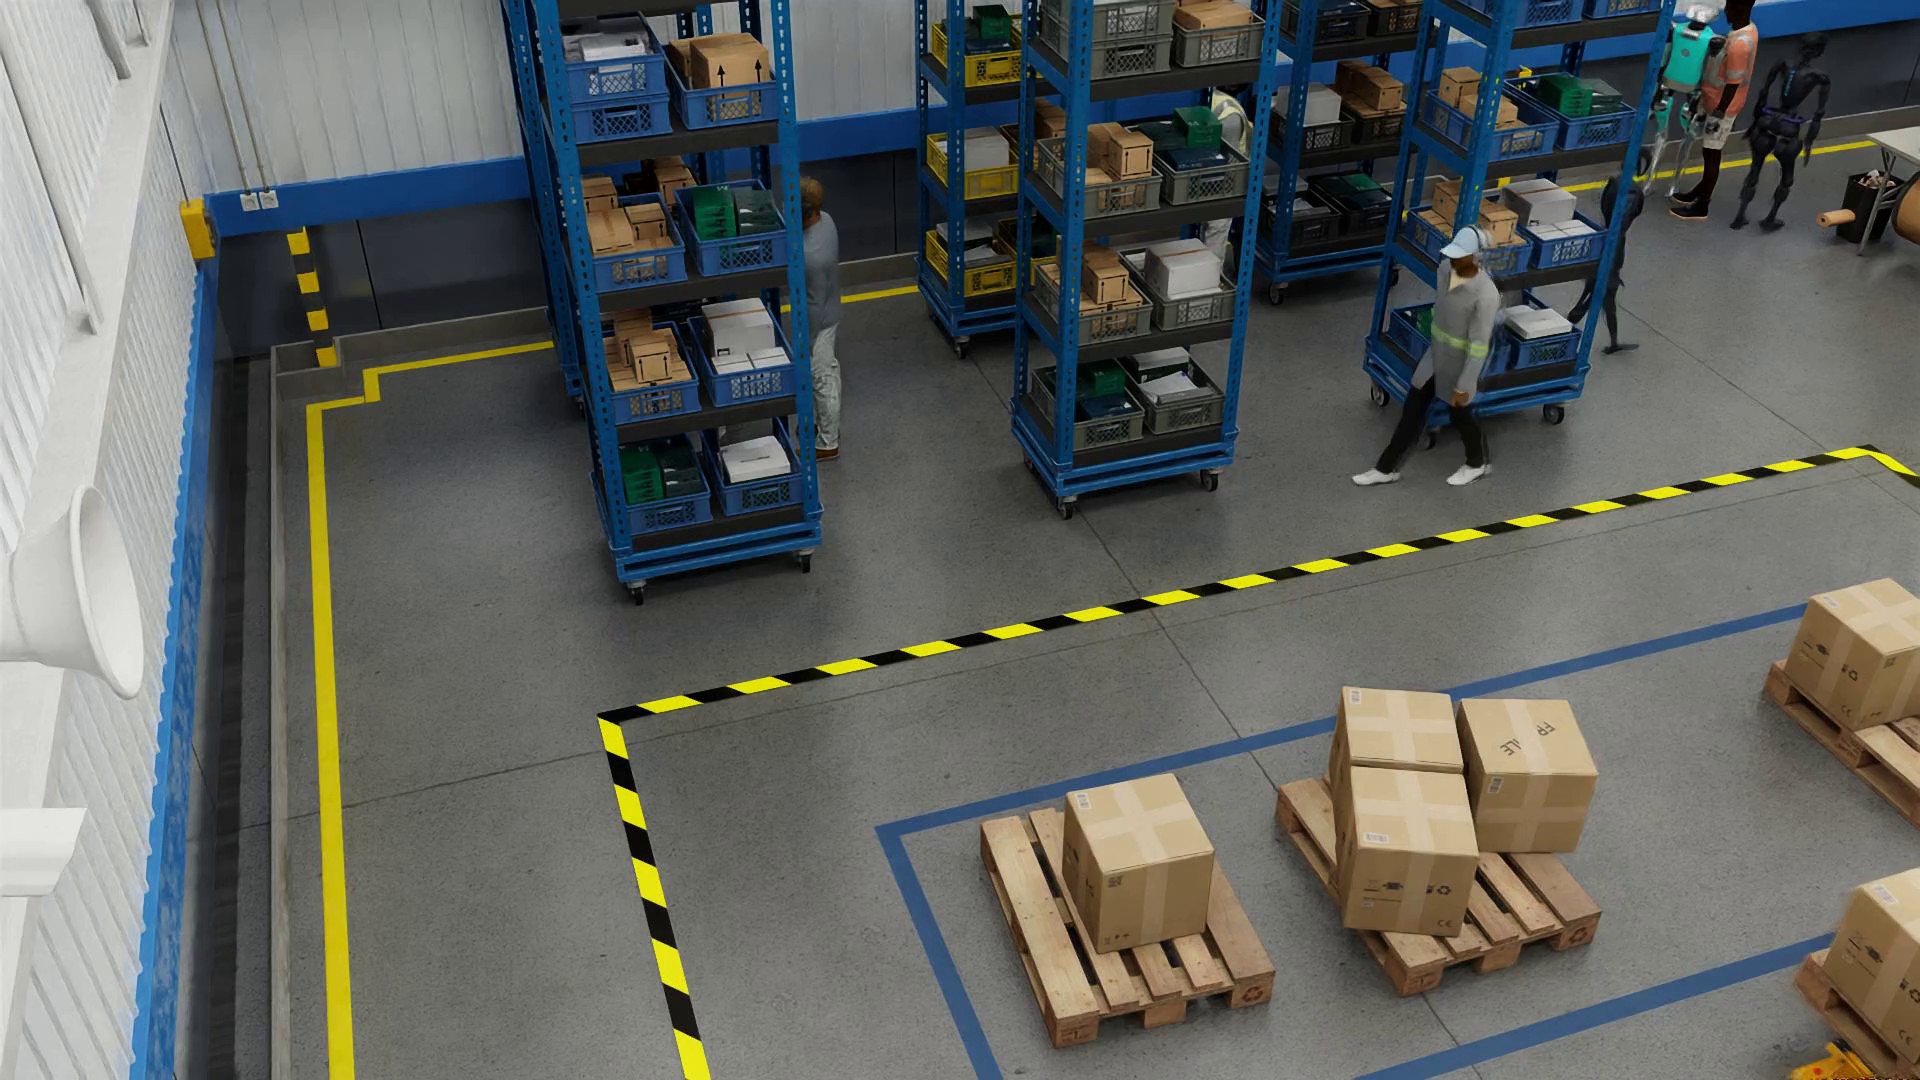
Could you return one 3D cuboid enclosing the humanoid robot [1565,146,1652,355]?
[{"bbox_3d":[4.566,-1.994,11.695,0.768,1.624,0.586,6,36,8],"label":"humanoid robot"}]

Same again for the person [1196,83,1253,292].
[{"bbox_3d":[1.988,-2.750,12.590,0.429,1.844,0.626,-7,36,-9],"label":"person"}]

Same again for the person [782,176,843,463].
[{"bbox_3d":[-0.933,-1.396,10.587,0.373,1.940,0.628,1,35,1],"label":"person"}]

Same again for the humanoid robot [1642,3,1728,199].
[{"bbox_3d":[6.133,-3.711,14.027,0.563,1.739,0.849,27,43,33],"label":"humanoid robot"}]

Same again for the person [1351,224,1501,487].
[{"bbox_3d":[3.005,-1.104,10.288,0.884,1.806,0.610,-12,37,-16],"label":"person"}]

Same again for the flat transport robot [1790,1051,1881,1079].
[{"bbox_3d":[4.261,2.231,6.868,1.431,0.197,0.652,-11,37,-15],"label":"flat transport robot"}]

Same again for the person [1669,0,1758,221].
[{"bbox_3d":[6.250,-3.597,13.691,0.387,1.957,0.603,15,38,21],"label":"person"}]

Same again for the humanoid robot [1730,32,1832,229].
[{"bbox_3d":[6.682,-3.323,13.548,0.488,1.649,0.597,-22,41,-28],"label":"humanoid robot"}]
